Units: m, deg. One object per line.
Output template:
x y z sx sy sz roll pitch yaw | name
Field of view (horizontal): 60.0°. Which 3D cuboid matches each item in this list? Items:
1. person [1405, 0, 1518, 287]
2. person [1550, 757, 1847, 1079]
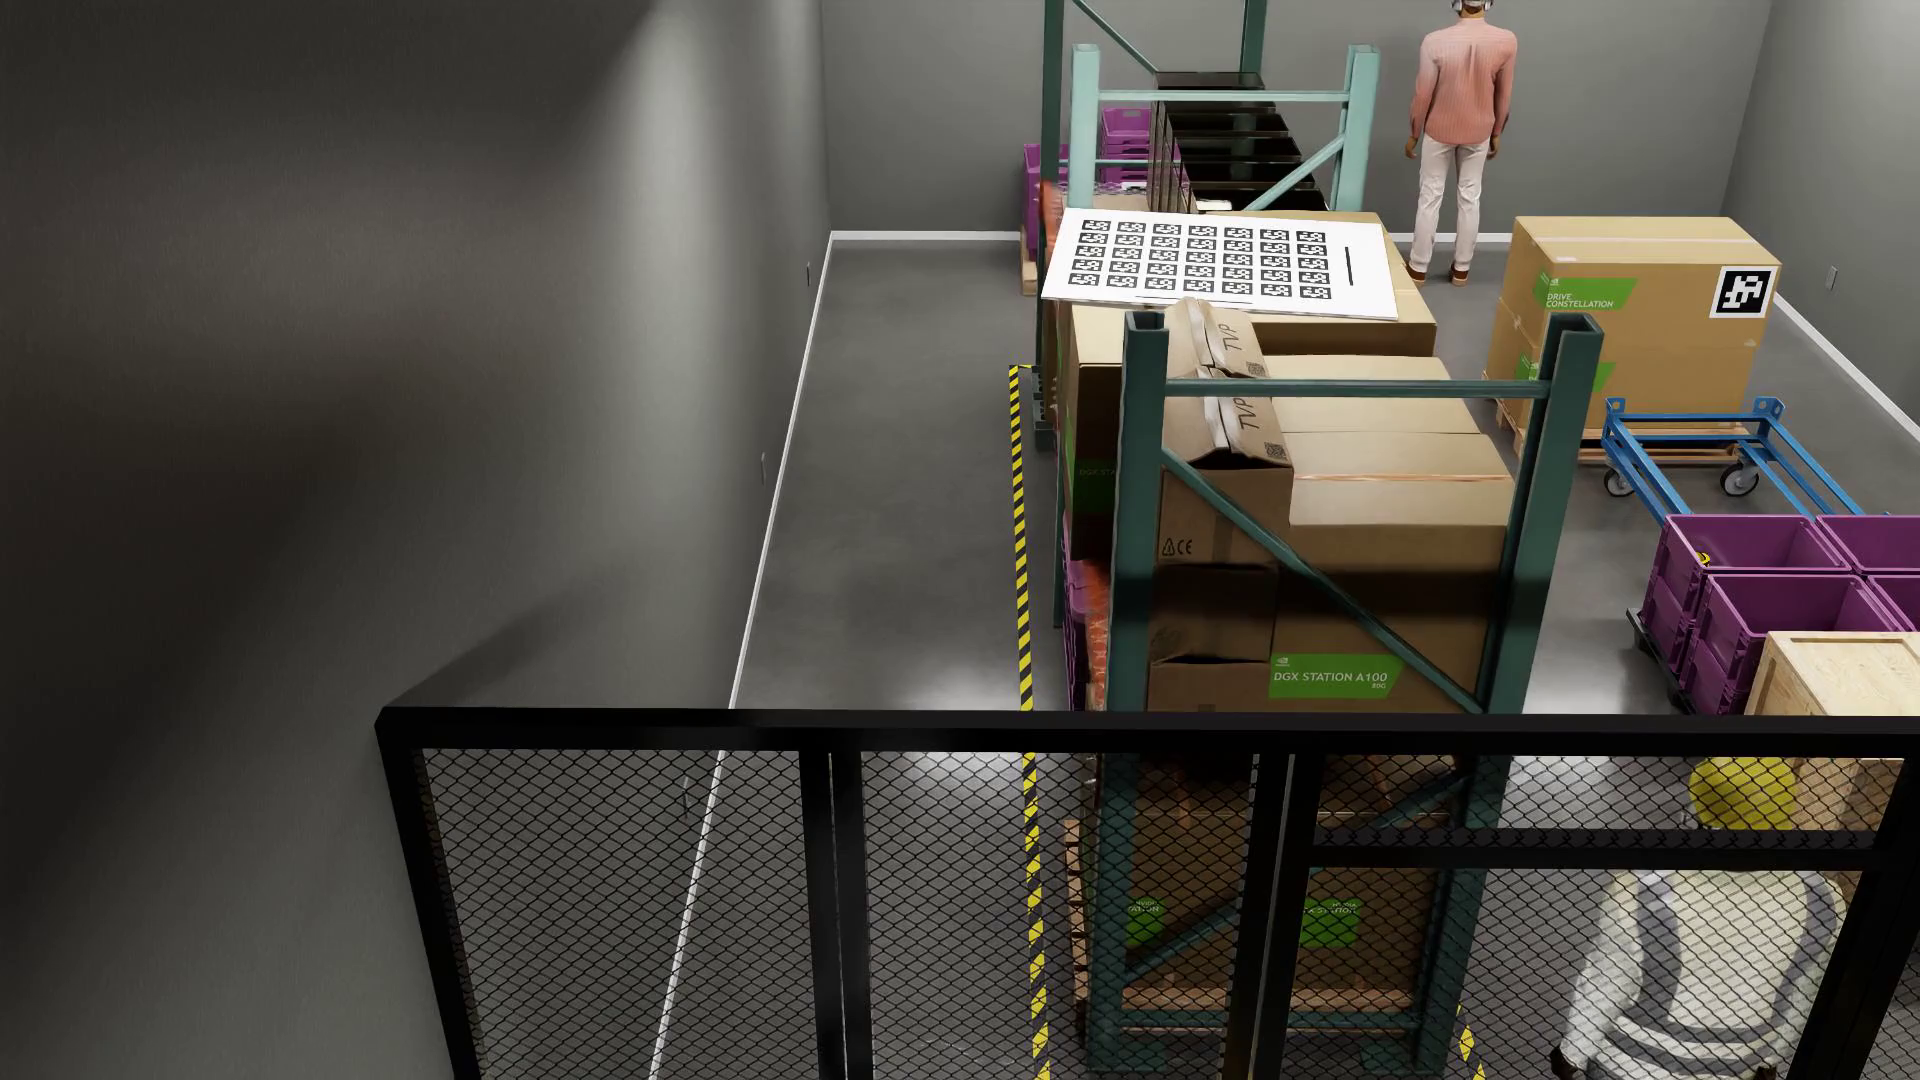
3.106 -2.565 10.428 0.608 1.988 0.392 1 31 1 | person
1.809 1.260 4.222 0.586 1.835 0.403 1 31 1 | person
